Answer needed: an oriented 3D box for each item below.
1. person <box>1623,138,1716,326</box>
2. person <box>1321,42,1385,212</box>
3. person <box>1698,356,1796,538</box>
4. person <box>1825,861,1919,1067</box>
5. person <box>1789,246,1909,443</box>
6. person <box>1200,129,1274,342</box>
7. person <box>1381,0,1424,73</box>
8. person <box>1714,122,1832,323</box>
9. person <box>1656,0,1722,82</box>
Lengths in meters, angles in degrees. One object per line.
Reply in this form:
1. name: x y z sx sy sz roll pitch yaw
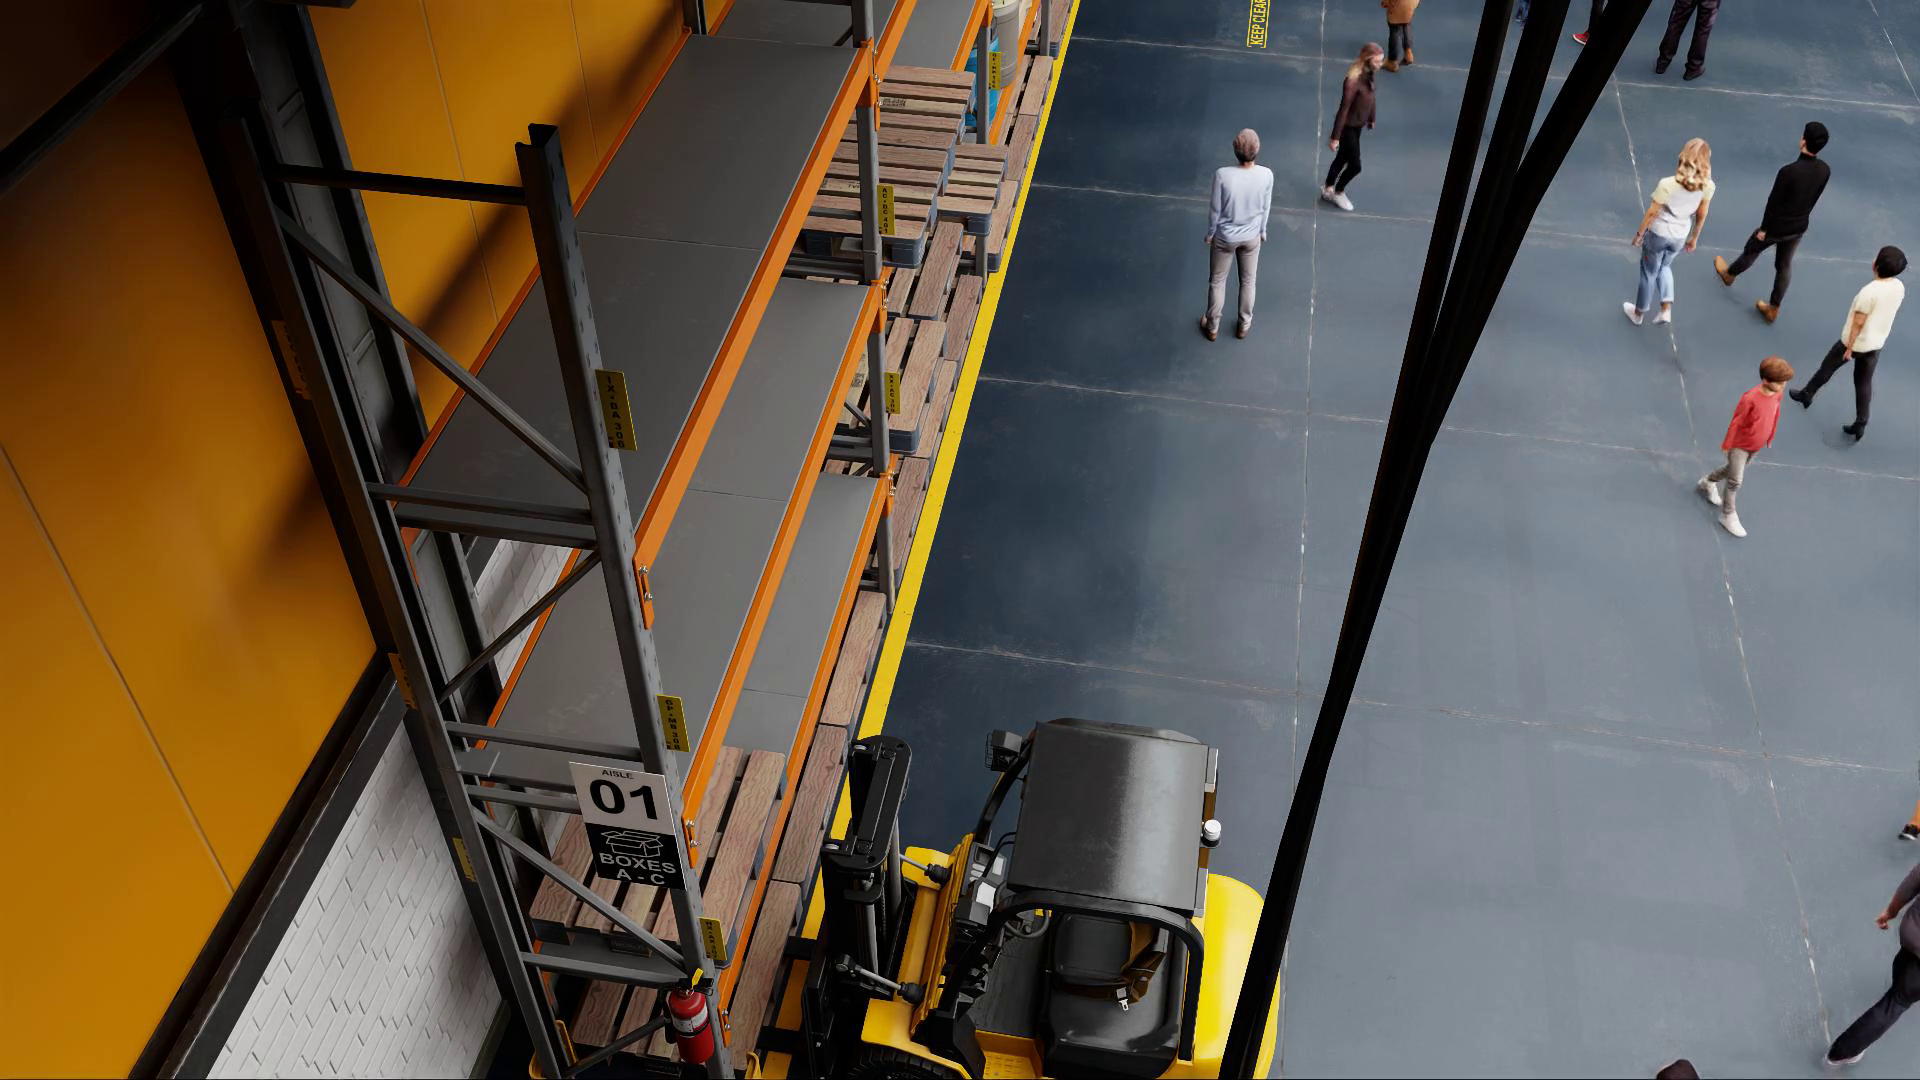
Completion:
1. person: 5.784 -2.408 13.499 0.773 1.710 0.879 -6 44 -6
2. person: 3.426 -3.703 14.883 0.899 1.677 0.774 25 49 24
3. person: 5.645 -0.760 11.994 0.785 1.401 0.908 -17 46 -17
4. person: 5.022 2.128 8.670 1.193 1.804 1.223 -19 47 -19
5. person: 6.871 -1.447 12.611 0.875 1.543 1.036 -13 45 -13
6. person: 2.233 -2.444 13.407 0.689 1.891 0.635 0 44 0
7. person: 4.543 -5.493 16.732 0.871 1.719 0.932 -23 48 -22
8. person: 6.826 -2.573 13.685 0.908 1.692 1.139 -7 44 -8
9. person: 7.458 -5.565 16.665 0.776 1.914 0.757 27 50 25
